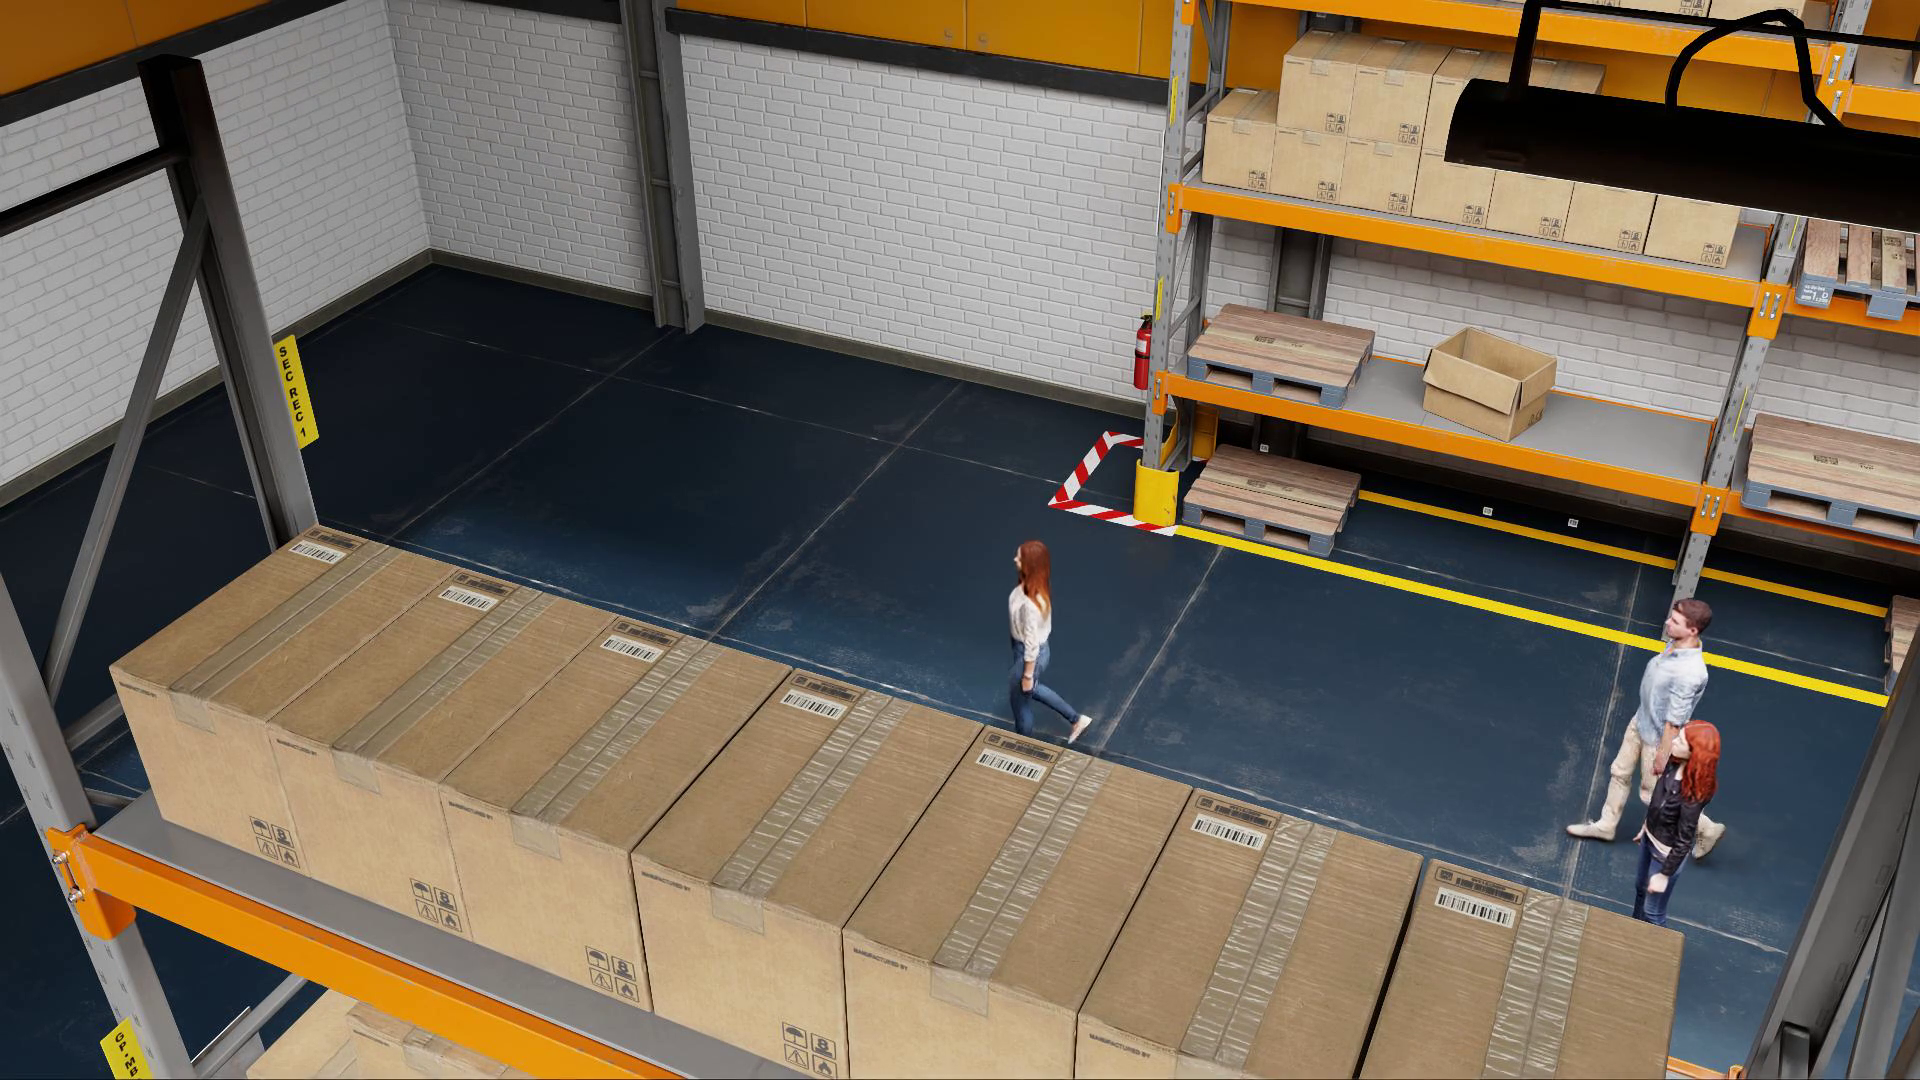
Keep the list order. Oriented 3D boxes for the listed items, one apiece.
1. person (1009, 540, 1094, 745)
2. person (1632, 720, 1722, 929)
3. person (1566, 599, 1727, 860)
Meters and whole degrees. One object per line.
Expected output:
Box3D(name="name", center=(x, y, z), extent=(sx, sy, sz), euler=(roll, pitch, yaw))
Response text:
Box3D(name="person", center=(0.526, 0.728, 10.453), extent=(0.969, 1.717, 0.776), euler=(2, 34, 3))
Box3D(name="person", center=(3.779, 1.681, 8.956), extent=(0.620, 1.787, 0.641), euler=(4, 34, 6))
Box3D(name="person", center=(4.185, 1.141, 9.735), extent=(1.147, 1.824, 0.826), euler=(6, 34, 10))
